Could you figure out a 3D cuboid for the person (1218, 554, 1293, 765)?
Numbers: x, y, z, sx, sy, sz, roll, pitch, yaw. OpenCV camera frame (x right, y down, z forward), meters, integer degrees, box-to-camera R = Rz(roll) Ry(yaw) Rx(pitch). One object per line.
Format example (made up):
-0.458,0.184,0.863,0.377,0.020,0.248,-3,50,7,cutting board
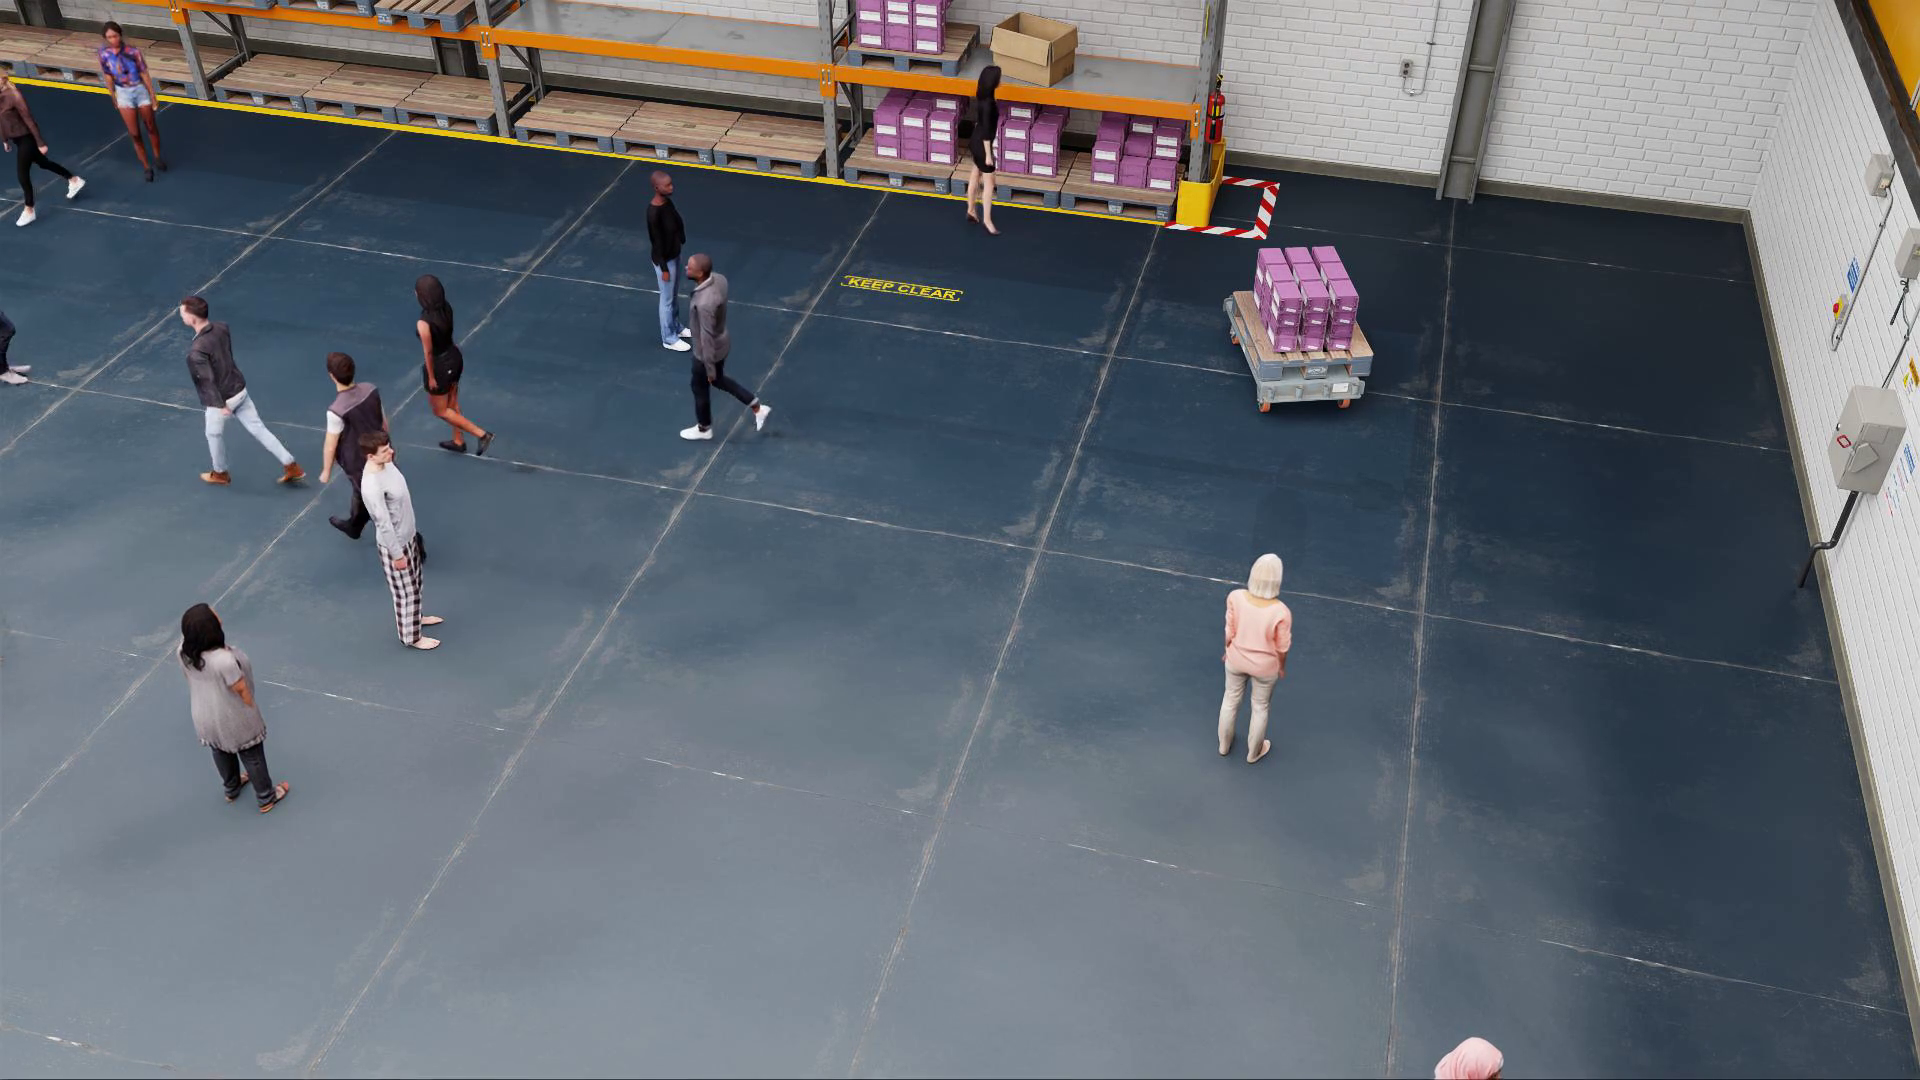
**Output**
1.950,0.788,11.061,0.524,1.725,0.702,17,42,20,person

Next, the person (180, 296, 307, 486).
-5.834,-1.165,13.437,1.129,1.812,0.661,8,39,10,person

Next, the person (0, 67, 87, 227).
-9.678,-4.184,17.339,1.144,1.661,0.922,24,44,27,person

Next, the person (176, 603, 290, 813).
-4.769,1.094,10.776,0.614,1.603,0.703,13,40,15,person

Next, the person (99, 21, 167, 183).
-8.977,-4.823,18.090,0.876,1.722,0.923,-18,42,-21,person

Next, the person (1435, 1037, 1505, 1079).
2.395,3.025,8.198,0.624,1.803,0.652,15,41,18,person

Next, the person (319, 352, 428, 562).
-4.444,-0.570,12.695,1.113,1.808,0.655,9,40,11,person

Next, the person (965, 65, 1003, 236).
0.216,-3.984,16.981,0.695,1.794,0.675,-7,39,-9,person

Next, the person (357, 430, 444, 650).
-4.062,-0.023,11.979,0.668,1.847,0.703,-4,39,-5,person

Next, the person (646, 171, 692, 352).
-2.691,-2.578,15.257,0.560,1.750,0.613,5,39,7,person

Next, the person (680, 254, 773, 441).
-2.011,-1.605,13.999,1.054,1.799,0.778,5,39,6,person

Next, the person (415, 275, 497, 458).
-4.206,-1.391,13.792,0.829,1.723,0.599,8,39,10,person
